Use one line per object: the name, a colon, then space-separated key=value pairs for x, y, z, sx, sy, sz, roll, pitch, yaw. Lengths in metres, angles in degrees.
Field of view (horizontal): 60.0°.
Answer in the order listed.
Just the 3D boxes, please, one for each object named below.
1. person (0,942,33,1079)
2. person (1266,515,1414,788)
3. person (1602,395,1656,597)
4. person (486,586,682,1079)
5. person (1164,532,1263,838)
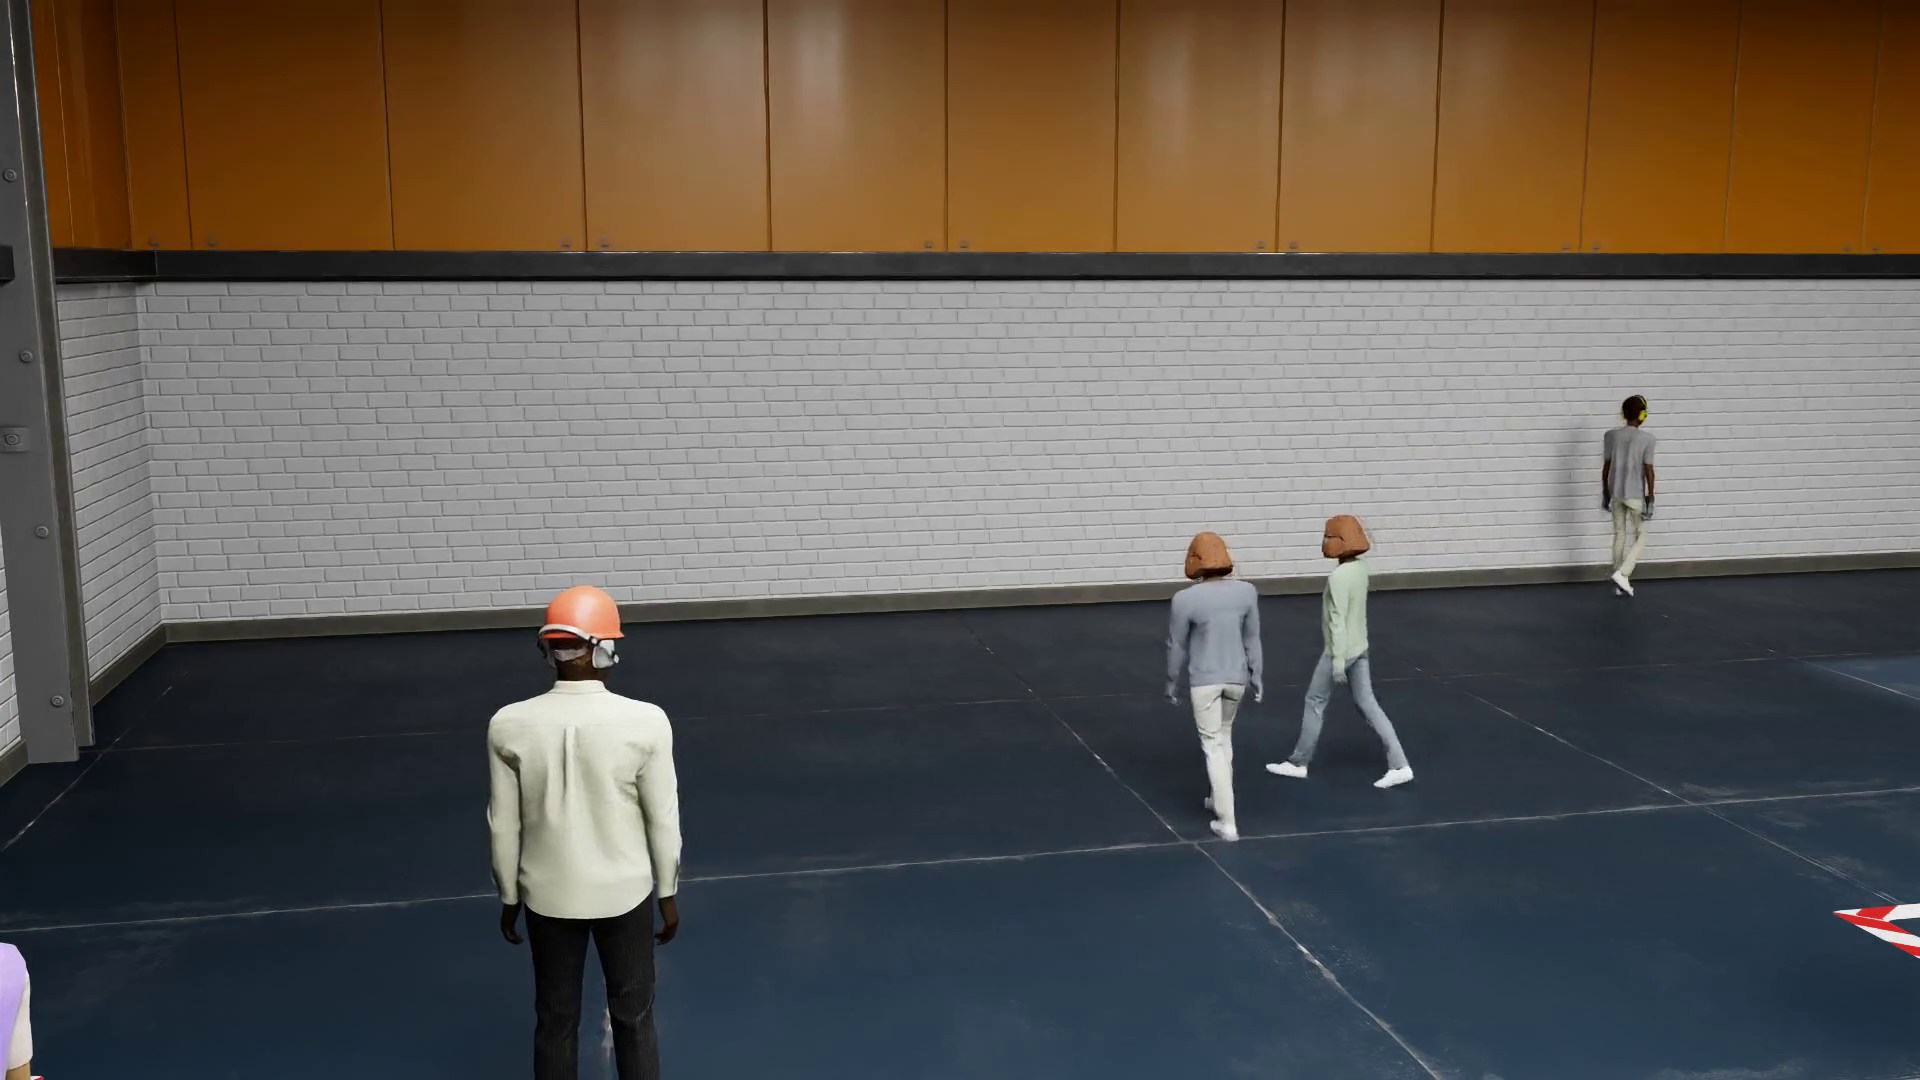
person: x=-2.233 y=1.512 z=3.553 sx=0.387 sy=1.846 sz=0.566 roll=5 pitch=11 yaw=29
person: x=2.252 y=0.643 z=9.623 sx=0.856 sy=1.591 sz=0.516 roll=6 pitch=11 yaw=34
person: x=6.069 y=-0.394 z=15.137 sx=0.551 sy=1.859 sz=0.549 roll=-8 pitch=12 yaw=-41
person: x=-1.206 y=1.137 z=5.416 sx=0.613 sy=1.985 sz=0.402 roll=0 pitch=9 yaw=0
person: x=1.326 y=0.749 z=8.896 sx=0.516 sy=1.602 sz=0.681 roll=-3 pitch=10 yaw=-18
